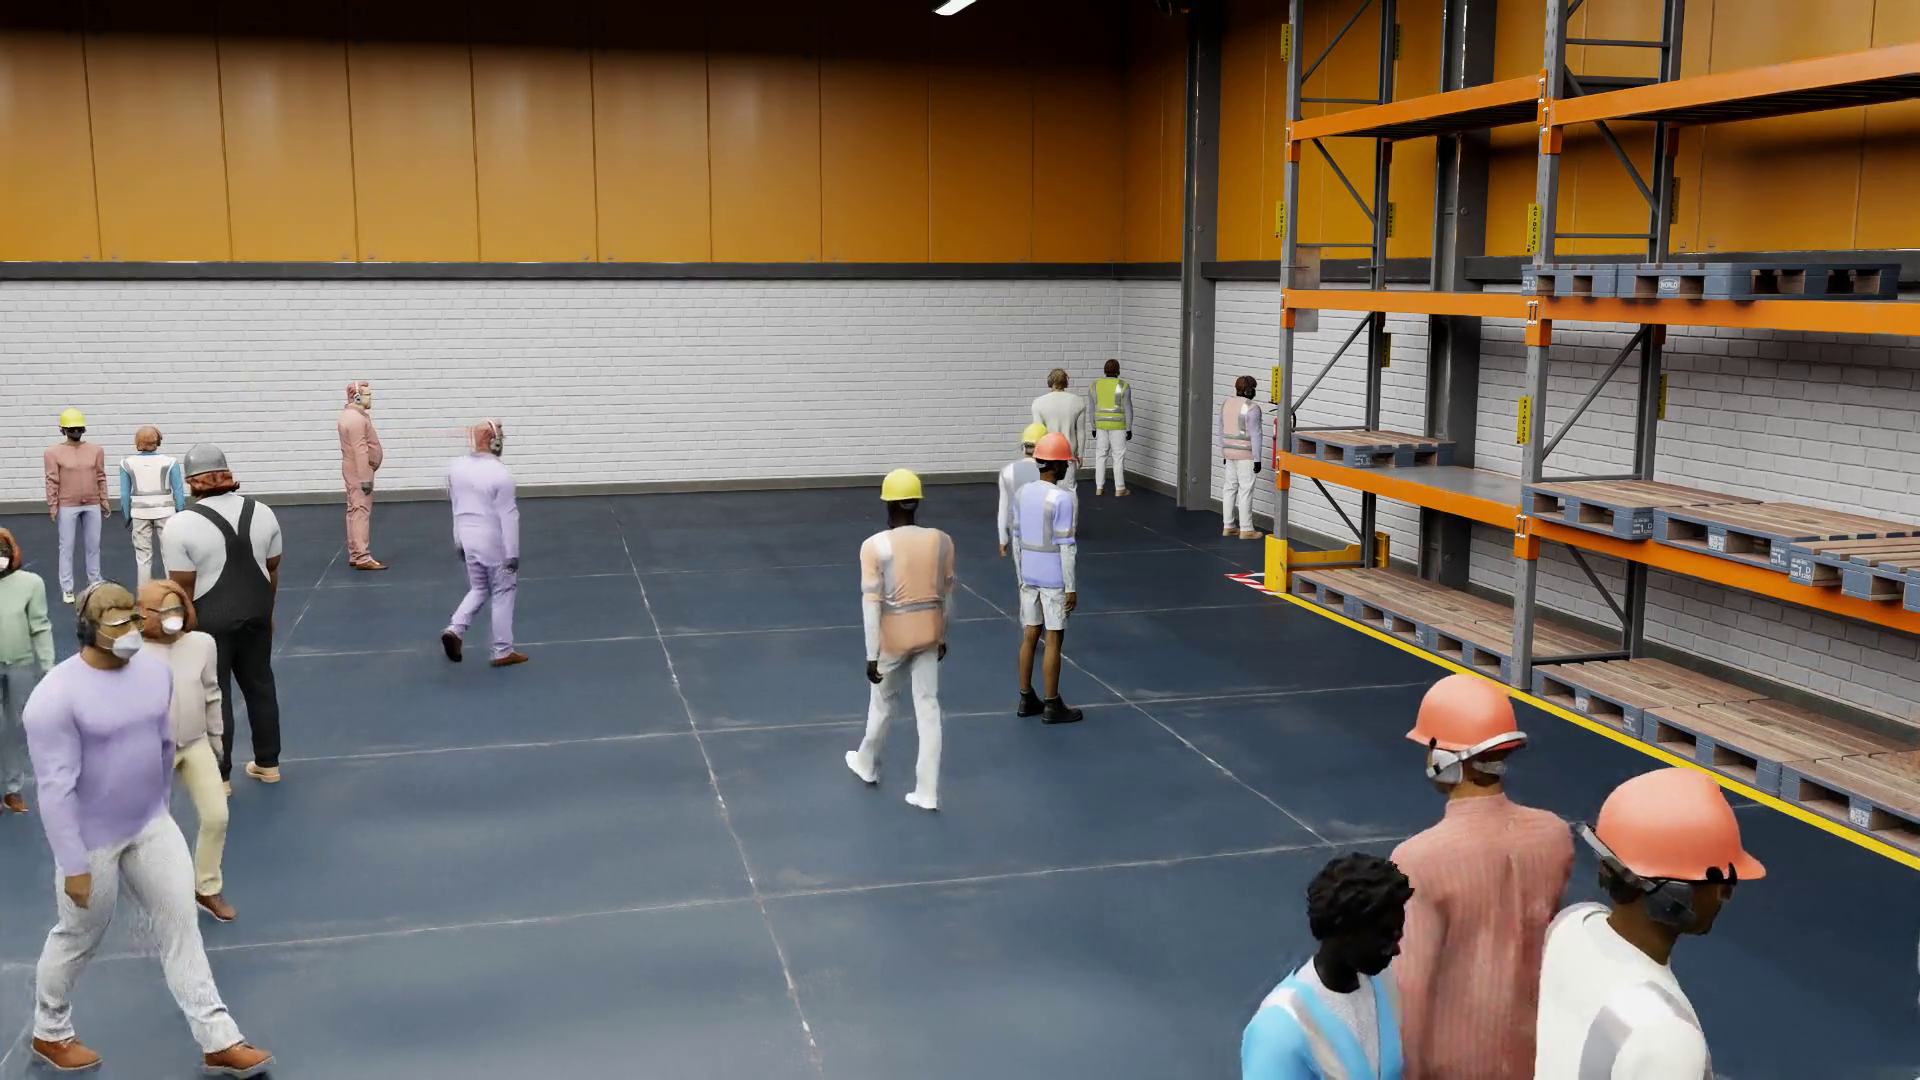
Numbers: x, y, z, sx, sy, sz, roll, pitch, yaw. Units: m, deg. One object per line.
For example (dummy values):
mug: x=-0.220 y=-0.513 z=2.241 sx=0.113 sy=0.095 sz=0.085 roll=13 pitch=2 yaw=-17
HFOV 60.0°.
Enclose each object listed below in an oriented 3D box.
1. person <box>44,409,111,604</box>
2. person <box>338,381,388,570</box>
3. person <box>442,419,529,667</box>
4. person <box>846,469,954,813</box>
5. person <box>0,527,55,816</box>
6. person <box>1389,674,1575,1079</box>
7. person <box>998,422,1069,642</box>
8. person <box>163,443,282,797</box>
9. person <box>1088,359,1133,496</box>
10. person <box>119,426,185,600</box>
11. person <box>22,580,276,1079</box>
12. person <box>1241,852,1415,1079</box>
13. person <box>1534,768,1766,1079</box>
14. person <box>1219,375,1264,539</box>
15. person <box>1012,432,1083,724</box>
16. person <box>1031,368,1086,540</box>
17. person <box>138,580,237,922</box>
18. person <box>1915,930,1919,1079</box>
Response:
person: x=-8.007 y=-0.313 z=15.129 sx=0.319 sy=1.767 sz=0.534 roll=8 pitch=12 yaw=40
person: x=-6.037 y=-0.653 z=16.810 sx=0.402 sy=1.911 sz=0.638 roll=-5 pitch=10 yaw=-27
person: x=-3.585 y=0.043 z=12.507 sx=0.655 sy=1.893 sz=0.573 roll=5 pitch=10 yaw=29
person: x=-0.346 y=0.535 z=9.427 sx=0.612 sy=1.885 sz=0.940 roll=-4 pitch=10 yaw=-26
person: x=-5.255 y=0.720 z=9.119 sx=0.390 sy=1.611 sz=0.529 roll=8 pitch=12 yaw=41
person: x=1.282 y=1.305 z=4.428 sx=0.633 sy=1.956 sz=0.892 roll=-4 pitch=10 yaw=-23
person: x=0.591 y=-0.043 z=13.349 sx=0.602 sy=1.806 sz=0.839 roll=3 pitch=10 yaw=19
person: x=-4.263 y=0.444 z=9.552 sx=0.536 sy=2.000 sz=0.676 roll=6 pitch=11 yaw=33
person: x=2.043 y=-1.505 z=22.331 sx=0.632 sy=1.843 sz=0.429 roll=5 pitch=10 yaw=30
person: x=-7.169 y=-0.195 z=14.795 sx=0.523 sy=1.636 sz=0.310 roll=-2 pitch=9 yaw=-14
person: x=-3.072 y=1.078 z=6.100 sx=0.996 sy=1.885 sz=0.647 roll=4 pitch=10 yaw=22
person: x=0.840 y=1.529 z=3.908 sx=0.376 sy=1.671 sz=0.554 roll=8 pitch=12 yaw=40
person: x=1.274 y=1.436 z=3.397 sx=0.640 sy=2.028 sz=0.627 roll=0 pitch=9 yaw=1
person: x=3.198 y=-0.937 z=18.790 sx=0.429 sy=1.841 sz=0.634 roll=-5 pitch=11 yaw=-31
person: x=0.598 y=0.250 z=11.086 sx=0.373 sy=1.934 sz=0.551 roll=-7 pitch=11 yaw=-37
person: x=1.091 y=-0.947 z=18.547 sx=0.629 sy=1.940 sz=0.377 roll=-2 pitch=9 yaw=-12
person: x=-3.543 y=0.979 z=7.521 sx=0.516 sy=1.616 sz=0.525 roll=7 pitch=12 yaw=39
person: x=3.172 y=1.343 z=5.237 sx=0.516 sy=1.618 sz=0.413 roll=-5 pitch=10 yaw=-28
